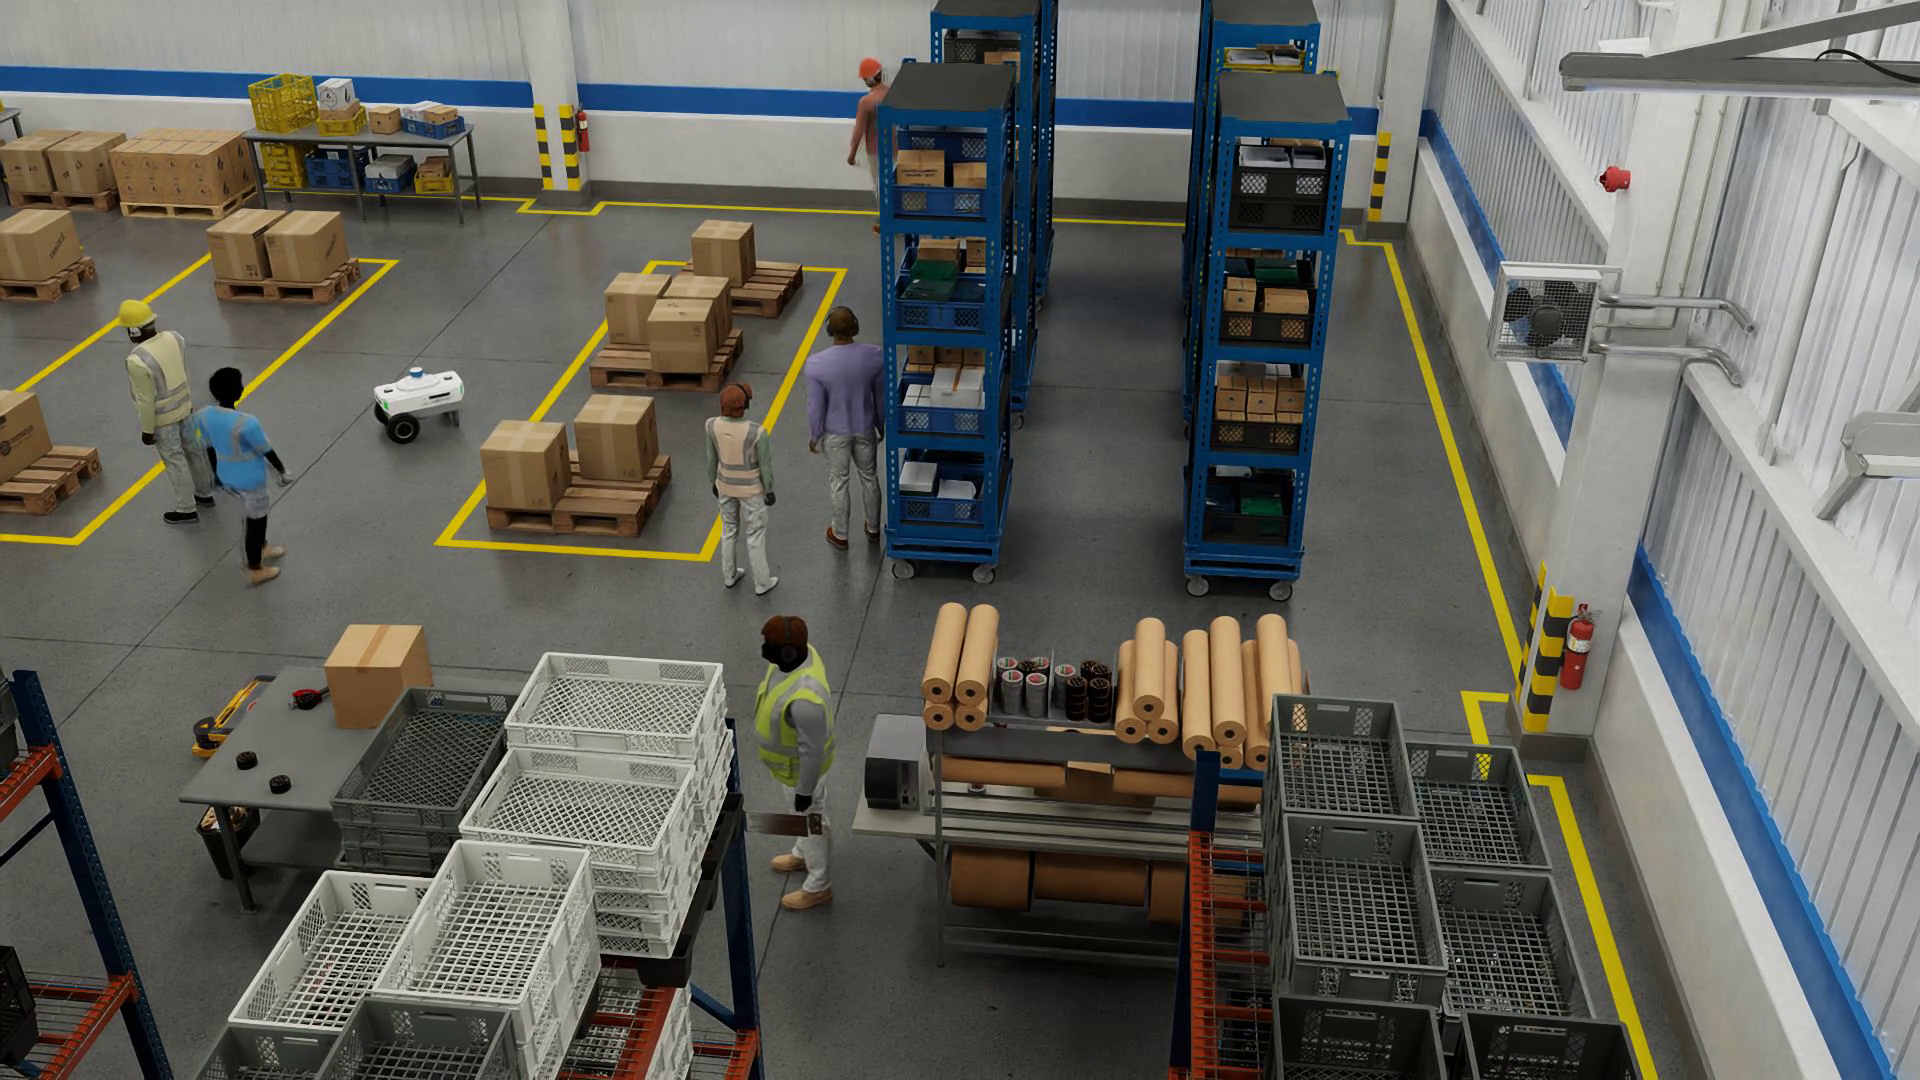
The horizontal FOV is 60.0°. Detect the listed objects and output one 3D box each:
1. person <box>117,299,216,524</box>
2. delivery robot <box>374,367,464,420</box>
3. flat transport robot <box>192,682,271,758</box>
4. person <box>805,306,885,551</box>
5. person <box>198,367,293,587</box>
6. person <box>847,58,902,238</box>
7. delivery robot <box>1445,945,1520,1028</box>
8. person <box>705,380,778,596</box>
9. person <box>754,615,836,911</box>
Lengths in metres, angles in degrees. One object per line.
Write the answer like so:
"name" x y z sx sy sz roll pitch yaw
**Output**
"person" -6.133 -0.996 12.817 0.403 1.831 0.586 5 31 8
"delivery robot" -4.682 -1.260 14.440 0.707 0.478 0.477 -16 34 -26
"flat transport robot" -4.089 1.163 10.648 1.431 0.197 0.652 3 30 6
"person" -0.837 -0.827 12.425 0.627 1.936 0.375 -10 32 -16
"person" -5.138 -0.488 12.093 0.533 1.670 0.582 17 34 27
"person" -0.928 -4.354 18.458 0.577 1.955 0.628 21 36 32
"delivery robot" 2.650 2.280 8.361 0.477 0.478 0.707 -4 31 -7
"person" -1.570 -0.366 11.935 0.518 1.633 0.312 13 33 21
"person" -0.891 1.195 9.043 0.430 1.844 0.624 -6 31 -11
